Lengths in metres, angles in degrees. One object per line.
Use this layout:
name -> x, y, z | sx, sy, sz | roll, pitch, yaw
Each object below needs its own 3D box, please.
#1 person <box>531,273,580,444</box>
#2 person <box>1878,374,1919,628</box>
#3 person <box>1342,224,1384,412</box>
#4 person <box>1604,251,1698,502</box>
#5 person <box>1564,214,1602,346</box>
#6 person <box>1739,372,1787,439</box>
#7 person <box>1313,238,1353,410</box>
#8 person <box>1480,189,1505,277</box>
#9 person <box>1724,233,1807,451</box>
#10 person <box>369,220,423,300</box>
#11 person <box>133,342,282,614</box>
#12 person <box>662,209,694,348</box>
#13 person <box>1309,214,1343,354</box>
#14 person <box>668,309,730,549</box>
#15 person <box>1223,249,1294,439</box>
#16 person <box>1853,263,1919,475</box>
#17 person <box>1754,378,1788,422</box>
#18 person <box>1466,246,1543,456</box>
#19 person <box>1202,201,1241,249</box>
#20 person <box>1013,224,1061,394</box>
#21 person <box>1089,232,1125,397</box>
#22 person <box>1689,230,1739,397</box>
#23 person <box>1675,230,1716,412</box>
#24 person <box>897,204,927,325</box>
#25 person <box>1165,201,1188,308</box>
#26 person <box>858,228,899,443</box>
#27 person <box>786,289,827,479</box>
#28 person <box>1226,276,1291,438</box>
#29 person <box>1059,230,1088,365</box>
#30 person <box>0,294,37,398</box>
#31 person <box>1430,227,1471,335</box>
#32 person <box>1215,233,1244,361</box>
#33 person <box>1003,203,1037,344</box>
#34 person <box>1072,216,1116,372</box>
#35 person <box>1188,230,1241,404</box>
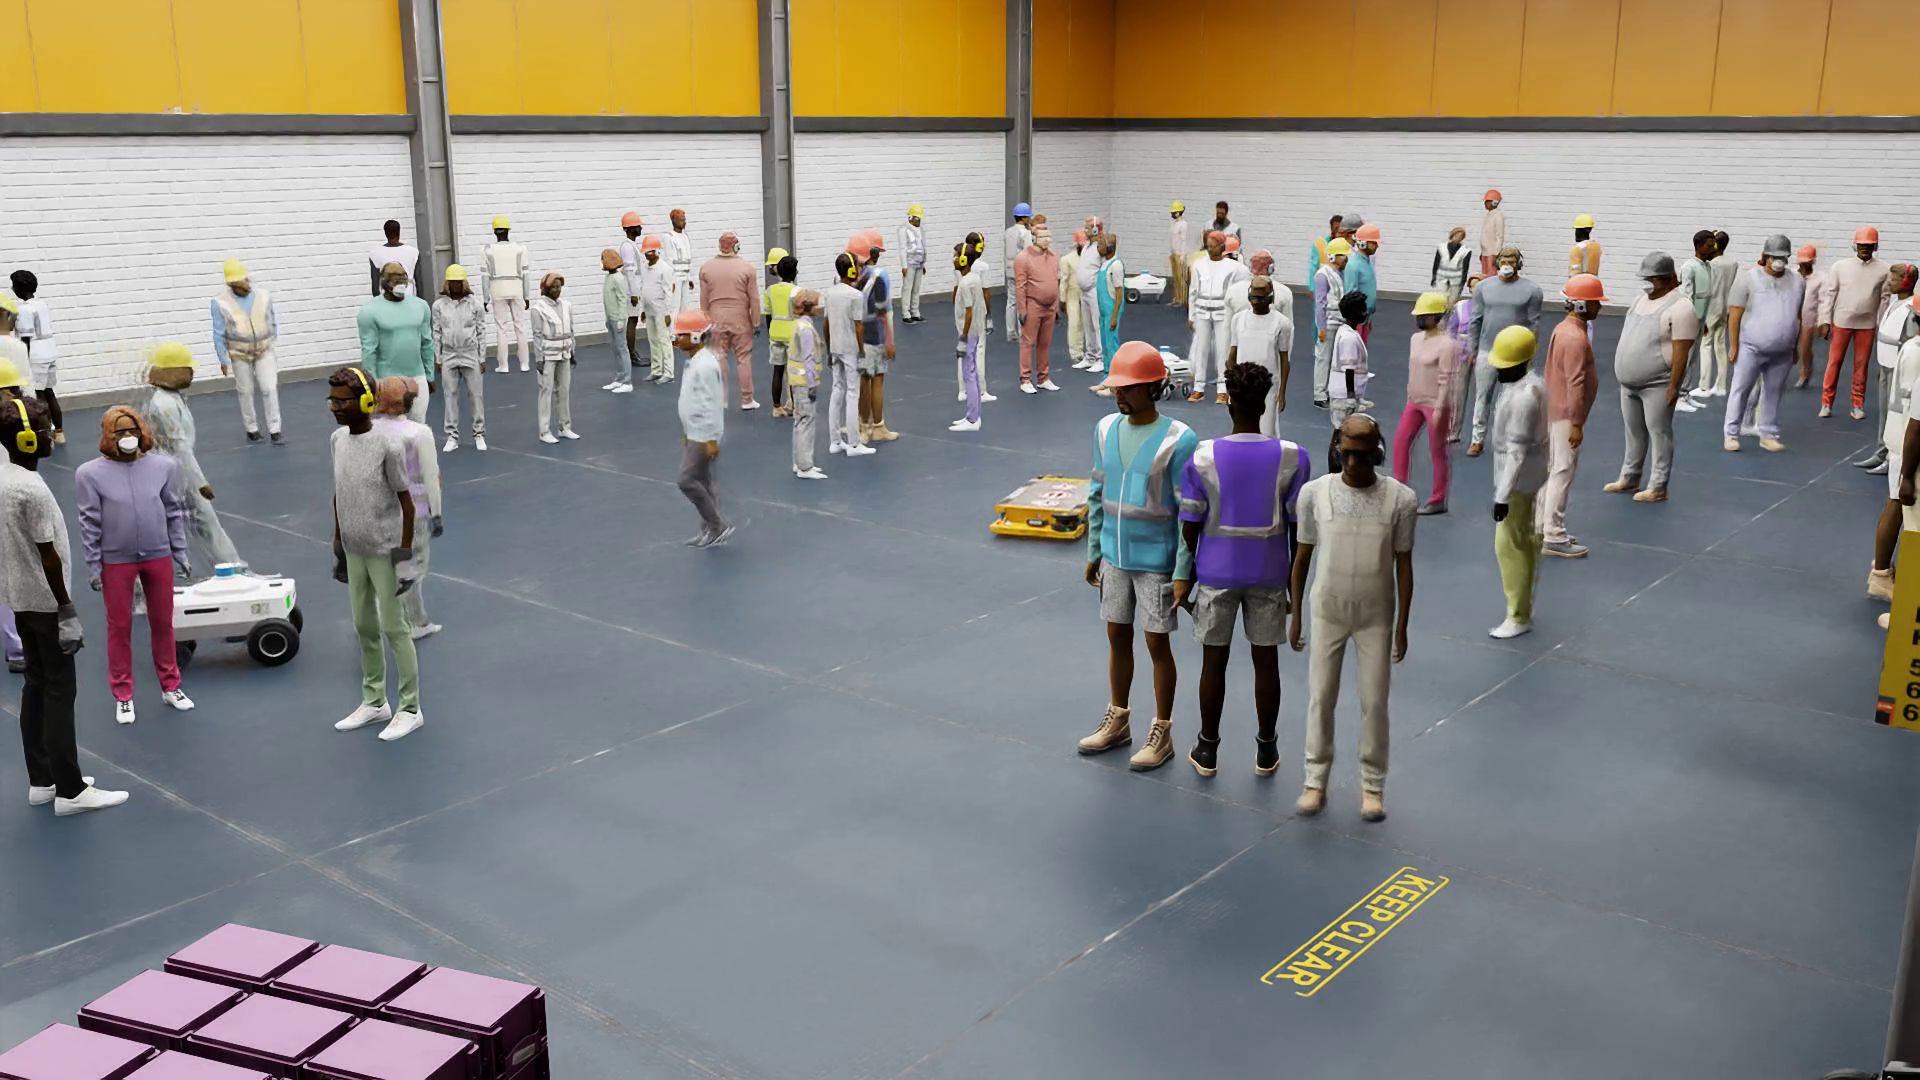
person -> -3.901, -1.747, 15.992 | 0.321, 1.628, 0.508 | 8, 16, 29
person -> 5.888, -0.444, 9.949 | 0.683, 2.000, 0.536 | -2, 14, -10
person -> 4.264, -2.360, 17.717 | 0.406, 1.987, 0.615 | 8, 16, 30
person -> 5.590, -1.342, 13.535 | 0.535, 2.000, 0.688 | -4, 15, -16
person -> 7.719, -3.083, 20.724 | 0.593, 1.924, 0.384 | -12, 18, -40
person -> 7.904, -1.788, 16.163 | 0.489, 1.613, 0.550 | 7, 16, 26
person -> 4.023, -2.322, 17.876 | 0.403, 1.833, 0.586 | 12, 18, 39
person -> 8.519, -4.627, 26.754 | 0.383, 1.996, 0.609 | -1, 14, -4
person -> 7.516, -1.829, 15.481 | 0.688, 2.000, 0.536 | 0, 14, 1
person -> -6.671, -2.831, 19.754 | 0.590, 1.911, 0.393 | -6, 15, -24
person -> -4.800, -0.382, 10.388 | 0.891, 1.697, 0.493 | -4, 15, -15
person -> -3.837, -3.576, 22.787 | 0.355, 1.882, 0.576 | 5, 15, 19
person -> 4.823, -3.282, 21.611 | 0.600, 1.884, 0.867 | 1, 14, 5
person -> -1.884, -0.779, 11.896 | 0.389, 1.733, 0.596 | -5, 15, -19
person -> 2.731, -1.692, 15.206 | 0.643, 1.910, 0.400 | 7, 15, 25
person -> 8.168, -1.481, 14.490 | 0.390, 1.844, 0.563 | 3, 14, 12
person -> 7.992, -1.908, 16.480 | 0.605, 1.702, 0.515 | -3, 14, -13
person -> 4.966, -1.716, 15.238 | 0.632, 1.940, 0.372 | 6, 15, 22
person -> 3.917, -4.148, 25.031 | 0.608, 1.897, 0.449 | 9, 16, 31
person -> 0.911, -2.637, 18.985 | 0.642, 1.909, 0.410 | -12, 18, -40
person -> 1.671, -2.537, 18.723 | 0.332, 1.836, 0.520 | -3, 14, -10
person -> 8.464, -2.531, 18.662 | 0.522, 1.860, 0.325 | -5, 15, -20
person -> 7.843, -2.346, 17.798 | 0.392, 1.919, 0.592 | 12, 18, 39
person -> -0.707, -4.229, 25.515 | 0.403, 1.823, 0.587 | 9, 16, 31
person -> 3.629, -4.773, 27.826 | 0.339, 1.761, 0.524 | -4, 15, -17
person -> -0.868, -1.960, 16.001 | 0.605, 2.045, 0.377 | 10, 17, 36
person -> -1.336, -1.343, 14.374 | 0.315, 1.632, 0.531 | -4, 14, -14
person -> 2.393, -1.212, 13.426 | 0.504, 1.840, 0.345 | 7, 16, 25
person -> 1.535, -3.084, 21.172 | 0.563, 1.713, 0.614 | -7, 16, -27
person -> -7.292, -1.016, 12.832 | 0.570, 1.743, 0.381 | 7, 16, 27
person -> 6.992, -3.680, 23.805 | 0.562, 1.573, 0.854 | 7, 16, 25
person -> 3.499, -3.128, 21.485 | 0.313, 1.642, 0.513 | 8, 16, 30
person -> 0.842, -3.702, 23.154 | 0.391, 1.946, 0.615 | -10, 17, -34
person -> 1.646, -3.038, 20.592 | 0.409, 1.905, 0.651 | -6, 15, -23
person -> 2.775, -2.436, 18.228 | 0.575, 1.883, 0.355 | 6, 15, 22
